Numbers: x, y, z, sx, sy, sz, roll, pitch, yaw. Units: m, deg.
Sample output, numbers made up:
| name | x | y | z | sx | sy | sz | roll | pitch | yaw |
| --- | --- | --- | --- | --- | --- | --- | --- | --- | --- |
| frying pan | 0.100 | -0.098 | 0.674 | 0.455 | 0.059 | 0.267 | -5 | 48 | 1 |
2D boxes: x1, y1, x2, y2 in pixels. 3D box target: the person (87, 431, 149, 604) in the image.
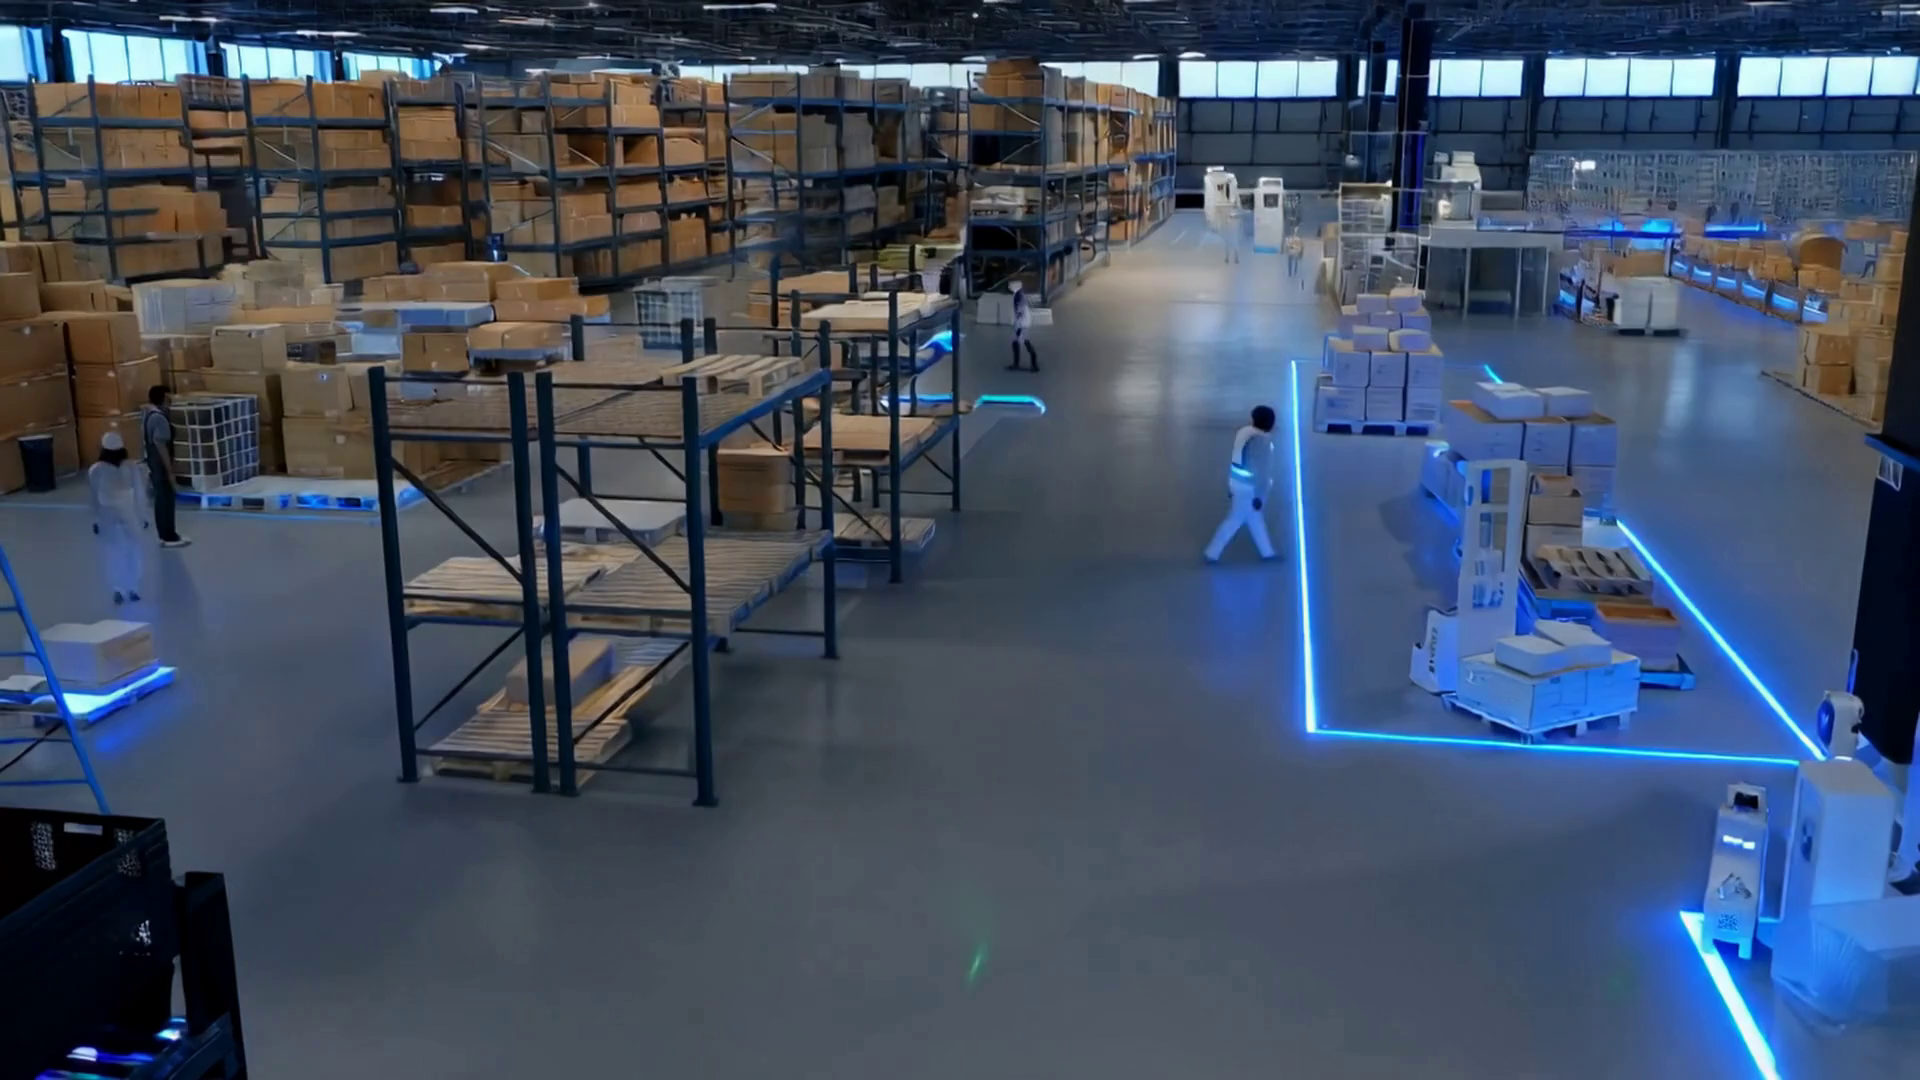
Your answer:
| name | x | y | z | sx | sy | sz | roll | pitch | yaw |
| --- | --- | --- | --- | --- | --- | --- | --- | --- | --- |
| person | -8.283 | -0.216 | 16.429 | 0.506 | 1.727 | 0.453 | -12 | 18 | -39 |

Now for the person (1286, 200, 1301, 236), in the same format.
| name | x | y | z | sx | sy | sz | roll | pitch | yaw |
| --- | --- | --- | --- | --- | --- | --- | --- | --- | --- |
| person | 13.841 | -13.179 | 68.944 | 0.623 | 1.790 | 0.870 | 1 | 14 | 6 |

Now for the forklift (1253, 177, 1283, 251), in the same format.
| name | x | y | z | sx | sy | sz | roll | pitch | yaw |
| --- | --- | --- | --- | --- | --- | --- | --- | --- | --- |
| forklift | 12.083 | -12.747 | 64.956 | 1.129 | 2.768 | 1.873 | 3 | 14 | 10 |

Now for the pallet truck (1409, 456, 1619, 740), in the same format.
| name | x | y | z | sx | sy | sz | roll | pitch | yaw |
| --- | --- | --- | --- | --- | --- | --- | --- | --- | --- |
| pallet truck | 4.504 | 0.400 | 13.395 | 0.823 | 1.965 | 1.885 | -6 | 15 | -23 |

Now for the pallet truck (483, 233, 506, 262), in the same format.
| name | x | y | z | sx | sy | sz | roll | pitch | yaw |
| --- | --- | --- | --- | --- | --- | --- | --- | --- | --- |
| pallet truck | -11.832 | -7.026 | 43.548 | 1.885 | 1.965 | 0.823 | 8 | 16 | 28 |

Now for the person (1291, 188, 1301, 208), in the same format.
| name | x | y | z | sx | sy | sz | roll | pitch | yaw |
| --- | --- | --- | --- | --- | --- | --- | --- | --- | --- |
| person | 16.055 | -15.850 | 79.489 | 0.606 | 1.941 | 0.412 | -10 | 17 | -35 |

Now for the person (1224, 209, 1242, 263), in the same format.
| name | x | y | z | sx | sy | sz | roll | pitch | yaw |
| --- | --- | --- | --- | --- | --- | --- | --- | --- | --- |
| person | 9.681 | -10.770 | 58.951 | 0.673 | 1.907 | 0.400 | 3 | 14 | 12 |

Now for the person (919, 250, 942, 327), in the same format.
| name | x | y | z | sx | sy | sz | roll | pitch | yaw |
| --- | --- | --- | --- | --- | --- | --- | --- | --- | --- |
| person | -0.708 | -6.088 | 39.818 | 0.603 | 1.959 | 0.372 | -5 | 15 | -21 |

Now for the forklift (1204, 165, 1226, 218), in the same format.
| name | x | y | z | sx | sy | sz | roll | pitch | yaw |
| --- | --- | --- | --- | --- | --- | --- | --- | --- | --- |
| forklift | 13.722 | -18.660 | 88.964 | 1.129 | 2.768 | 1.873 | 3 | 14 | 10 |

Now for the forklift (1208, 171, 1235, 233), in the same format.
| name | x | y | z | sx | sy | sz | roll | pitch | yaw |
| --- | --- | --- | --- | --- | --- | --- | --- | --- | --- |
| forklift | 11.885 | -15.247 | 75.108 | 1.129 | 2.768 | 1.873 | 0 | 14 | 2 |

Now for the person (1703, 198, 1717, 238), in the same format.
| name | x | y | z | sx | sy | sz | roll | pitch | yaw |
| --- | --- | --- | --- | --- | --- | --- | --- | --- | --- |
| person | 32.005 | -13.692 | 71.034 | 0.592 | 1.797 | 0.588 | -9 | 17 | -34 |

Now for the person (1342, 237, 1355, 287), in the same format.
| name | x | y | z | sx | sy | sz | roll | pitch | yaw |
| --- | --- | --- | --- | --- | --- | --- | --- | --- | --- |
| person | 11.116 | -7.804 | 47.439 | 0.534 | 1.644 | 0.903 | -10 | 17 | -36 |

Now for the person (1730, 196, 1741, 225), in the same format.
| name | x | y | z | sx | sy | sz | roll | pitch | yaw |
| --- | --- | --- | --- | --- | --- | --- | --- | --- | --- |
| person | 32.973 | -13.654 | 70.671 | 0.669 | 1.889 | 0.443 | -13 | 19 | -42 |

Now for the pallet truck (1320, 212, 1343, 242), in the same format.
| name | x | y | z | sx | sy | sz | roll | pitch | yaw |
| --- | --- | --- | --- | --- | --- | --- | --- | --- | --- |
| pallet truck | 15.874 | -13.227 | 70.310 | 0.680 | 1.201 | 1.601 | 10 | 17 | 35 |

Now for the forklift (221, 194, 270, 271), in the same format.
| name | x | y | z | sx | sy | sz | roll | pitch | yaw |
| --- | --- | --- | --- | --- | --- | --- | --- | --- | --- |
| forklift | -20.838 | -8.585 | 48.059 | 1.129 | 2.768 | 1.873 | 3 | 14 | 10 |

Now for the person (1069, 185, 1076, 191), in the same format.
| name | x | y | z | sx | sy | sz | roll | pitch | yaw |
| --- | --- | --- | --- | --- | --- | --- | --- | --- | --- |
| person | 5.851 | -17.494 | 86.306 | 0.635 | 1.873 | 0.832 | 0 | 14 | 0 |

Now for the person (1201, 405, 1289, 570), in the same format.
| name | x | y | z | sx | sy | sz | roll | pitch | yaw |
| --- | --- | --- | --- | --- | --- | --- | --- | --- | --- |
| person | 3.037 | -0.554 | 17.738 | 1.019 | 1.787 | 0.631 | -3 | 14 | -10 |

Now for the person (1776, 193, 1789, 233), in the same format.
| name | x | y | z | sx | sy | sz | roll | pitch | yaw |
| --- | --- | --- | --- | --- | --- | --- | --- | --- | --- |
| person | 35.804 | -14.044 | 72.120 | 0.929 | 1.966 | 0.622 | 6 | 15 | 24 |

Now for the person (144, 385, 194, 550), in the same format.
| name | x | y | z | sx | sy | sz | roll | pitch | yaw |
| --- | --- | --- | --- | --- | --- | --- | --- | --- | --- |
| person | -8.910 | -0.815 | 18.643 | 0.327 | 1.843 | 0.514 | -11 | 18 | -37 |

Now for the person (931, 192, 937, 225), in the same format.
| name | x | y | z | sx | sy | sz | roll | pitch | yaw |
| --- | --- | --- | --- | --- | --- | --- | --- | --- | --- |
| person | -1.319 | -16.505 | 82.369 | 0.404 | 1.830 | 0.601 | 2 | 14 | 7 |

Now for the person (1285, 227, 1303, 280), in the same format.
| name | x | y | z | sx | sy | sz | roll | pitch | yaw |
| --- | --- | --- | --- | --- | --- | --- | --- | --- | --- |
| person | 10.449 | -8.975 | 52.124 | 0.551 | 1.666 | 0.695 | 3 | 14 | 13 |

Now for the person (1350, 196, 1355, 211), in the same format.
| name | x | y | z | sx | sy | sz | roll | pitch | yaw |
| --- | --- | --- | --- | --- | --- | --- | --- | --- | --- |
| person | 20.672 | -17.790 | 87.798 | 0.485 | 1.735 | 0.347 | -9 | 17 | -33 |

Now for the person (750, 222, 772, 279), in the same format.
| name | x | y | z | sx | sy | sz | roll | pitch | yaw |
| --- | --- | --- | --- | --- | --- | --- | --- | --- | --- |
| person | -6.330 | -9.257 | 52.857 | 0.627 | 1.887 | 1.045 | 6 | 15 | 22 |

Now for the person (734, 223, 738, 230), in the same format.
| name | x | y | z | sx | sy | sz | roll | pitch | yaw |
| --- | --- | --- | --- | --- | --- | --- | --- | --- | --- |
| person | -9.830 | -13.842 | 71.798 | 0.535 | 1.725 | 0.908 | 6 | 15 | 21 |

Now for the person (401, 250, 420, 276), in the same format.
| name | x | y | z | sx | sy | sz | roll | pitch | yaw |
| --- | --- | --- | --- | --- | --- | --- | --- | --- | --- |
| person | -13.785 | -6.431 | 41.752 | 0.319 | 1.696 | 0.532 | 9 | 16 | 31 |

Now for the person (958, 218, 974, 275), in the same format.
| name | x | y | z | sx | sy | sz | roll | pitch | yaw |
| --- | --- | --- | --- | --- | --- | --- | --- | --- | --- |
| person | 0.221 | -9.499 | 53.887 | 0.649 | 1.854 | 1.000 | -2 | 14 | -8 |

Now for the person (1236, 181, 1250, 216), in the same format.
| name | x | y | z | sx | sy | sz | roll | pitch | yaw |
| --- | --- | --- | --- | --- | --- | --- | --- | --- | --- |
| person | 15.536 | -18.848 | 91.804 | 1.042 | 1.883 | 0.549 | 0 | 14 | 1 |

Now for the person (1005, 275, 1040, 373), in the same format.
| name | x | y | z | sx | sy | sz | roll | pitch | yaw |
| --- | --- | --- | --- | --- | --- | --- | --- | --- | --- |
| person | 1.233 | -4.183 | 32.293 | 0.717 | 1.880 | 0.549 | 1 | 14 | 5 |
